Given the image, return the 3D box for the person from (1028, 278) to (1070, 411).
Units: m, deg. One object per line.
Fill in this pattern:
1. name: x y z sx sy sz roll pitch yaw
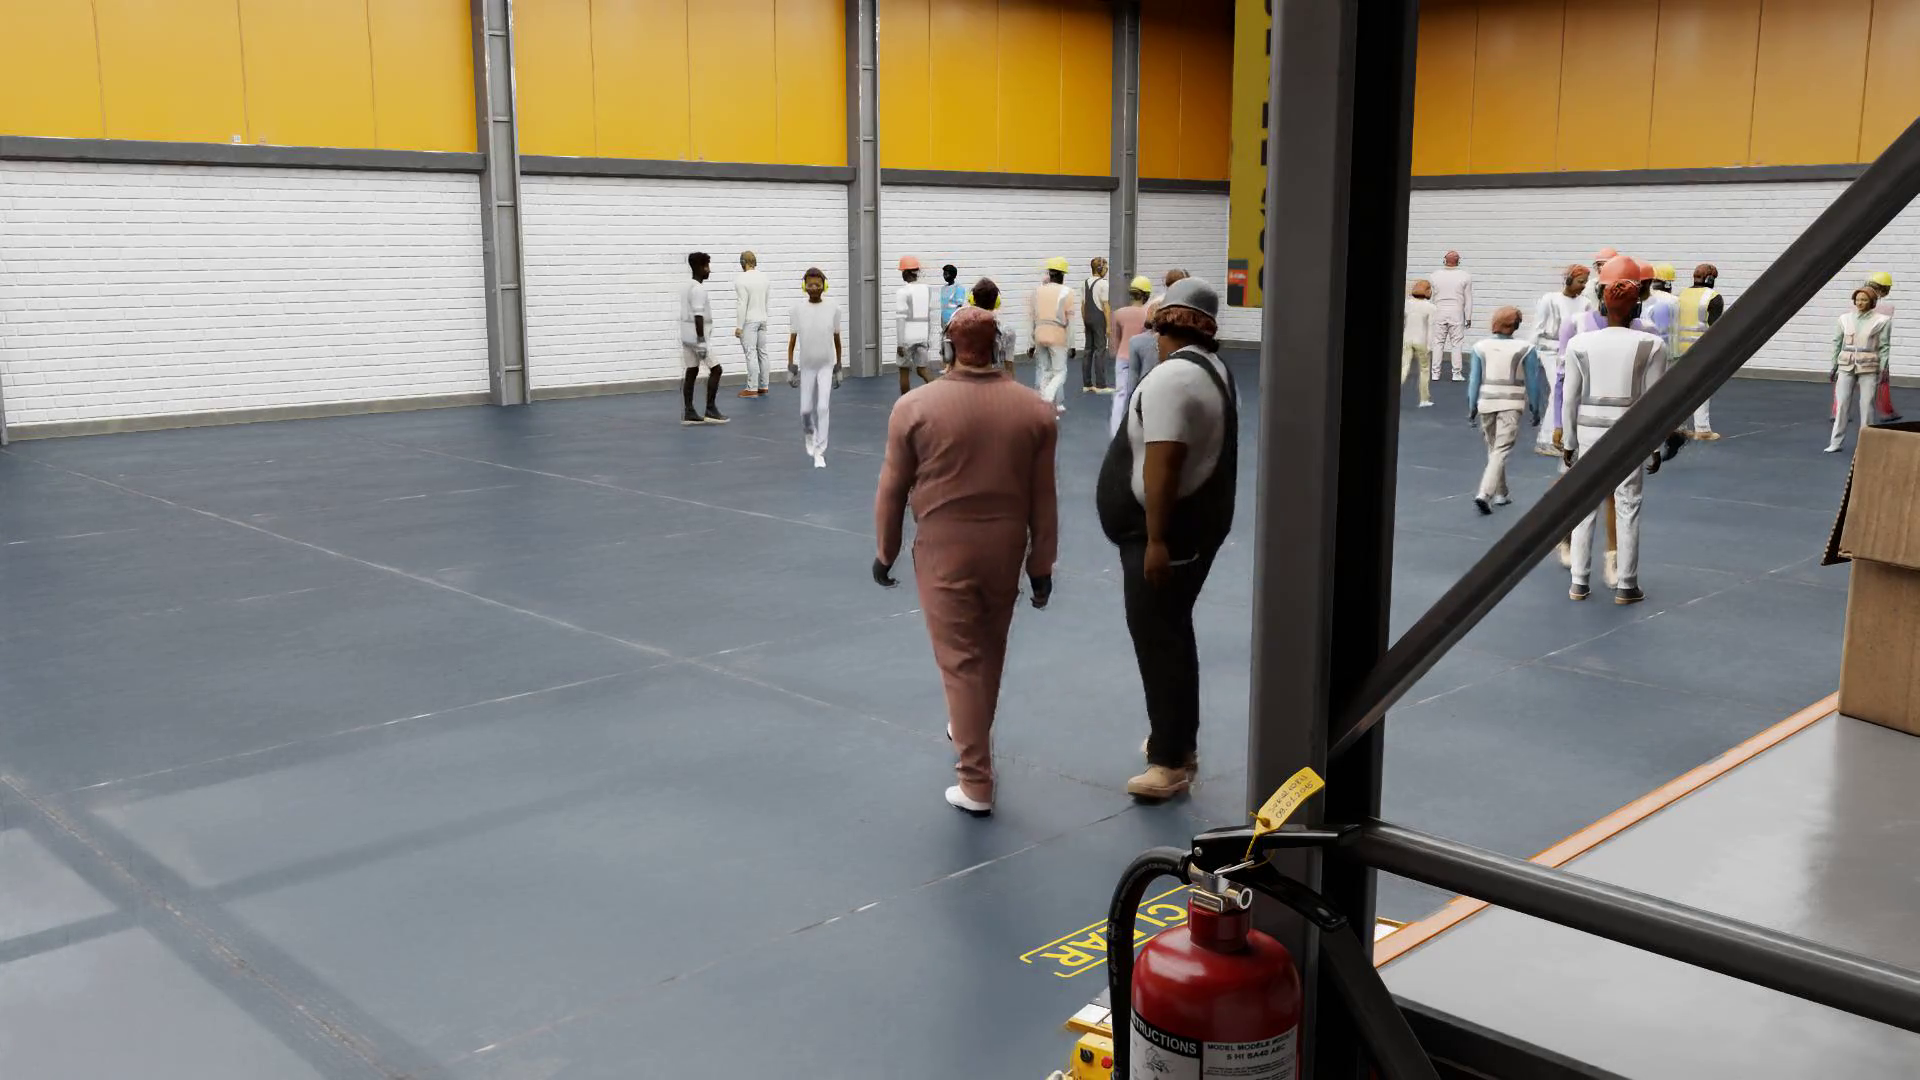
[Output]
1. person: 1.082 -2.377 20.268 0.514 1.624 0.318 2 11 9

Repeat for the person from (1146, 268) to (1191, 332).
1. person: 1.989 -1.573 15.274 0.452 1.831 0.638 -8 13 -38

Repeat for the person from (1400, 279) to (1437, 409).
1. person: 5.616 -2.424 20.555 0.506 1.603 0.785 9 14 39

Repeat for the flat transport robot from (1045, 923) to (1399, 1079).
1. flat transport robot: 0.782 1.228 4.274 0.652 0.197 1.431 7 12 33

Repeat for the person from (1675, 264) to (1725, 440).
1. person: 7.745 -1.966 17.426 0.429 1.838 0.621 -4 11 -23

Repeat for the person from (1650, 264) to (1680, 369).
1. person: 7.419 -2.016 17.709 0.404 1.830 0.601 -7 13 -34

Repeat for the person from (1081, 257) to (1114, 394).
1. person: 1.845 -2.884 22.425 0.343 1.839 0.506 -8 13 -39

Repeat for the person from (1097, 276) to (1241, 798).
1. person: 0.772 -0.065 6.497 0.535 2.000 0.905 5 11 24

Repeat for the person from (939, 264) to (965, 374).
1. person: -0.130 -3.356 25.408 0.318 1.689 0.529 -8 13 -38

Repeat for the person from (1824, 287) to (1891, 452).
1. person: 8.762 -1.646 16.222 0.310 1.636 0.522 -10 14 -44

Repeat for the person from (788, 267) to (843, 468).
1. person: -1.345 -1.616 15.500 0.513 1.850 0.671 -1 10 -4

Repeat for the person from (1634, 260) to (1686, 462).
1. person: 6.263 -1.585 15.122 0.632 1.915 0.556 -2 11 -13

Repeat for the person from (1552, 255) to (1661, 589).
1. person: 3.974 -0.747 10.290 0.625 2.018 0.850 2 11 12

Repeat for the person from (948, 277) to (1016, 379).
1. person: 0.155 -1.024 12.355 0.521 1.820 0.959 -1 10 -7

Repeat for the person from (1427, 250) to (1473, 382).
1. person: 7.168 -3.273 24.343 0.651 1.911 0.409 5 12 25

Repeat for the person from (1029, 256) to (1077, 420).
1. person: 1.025 -2.267 18.899 0.623 1.902 0.631 7 12 32

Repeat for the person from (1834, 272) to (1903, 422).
1. person: 10.407 -2.195 18.981 0.902 1.714 0.540 -4 11 -19

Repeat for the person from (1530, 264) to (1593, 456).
1. person: 5.852 -1.722 16.045 0.617 1.854 0.730 -3 11 -17

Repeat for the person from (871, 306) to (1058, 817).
1. person: -0.010 0.049 6.376 0.652 1.862 0.965 -4 11 -21

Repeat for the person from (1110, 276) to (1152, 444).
1. person: 1.777 -1.811 16.895 0.537 1.714 0.906 6 12 30

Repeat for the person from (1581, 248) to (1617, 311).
1. person: 7.074 -2.220 18.373 0.612 1.994 0.395 6 12 30

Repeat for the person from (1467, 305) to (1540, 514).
1. person: 4.183 -1.012 12.882 0.520 1.604 0.854 9 14 41

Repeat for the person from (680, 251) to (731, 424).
1. person: -2.857 -2.277 18.796 0.657 1.947 0.634 -5 12 -26

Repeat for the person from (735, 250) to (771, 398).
1. person: -2.743 -2.838 21.919 0.379 1.933 0.629 7 12 32

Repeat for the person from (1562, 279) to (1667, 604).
1. person: 3.788 -0.566 9.663 0.573 1.883 0.356 6 12 31

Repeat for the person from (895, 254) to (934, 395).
1. person: -0.507 -2.344 19.252 0.562 1.920 0.739 -9 14 -41

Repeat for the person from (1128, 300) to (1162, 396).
1. person: 1.638 -1.187 13.816 0.510 1.601 0.801 3 11 17
